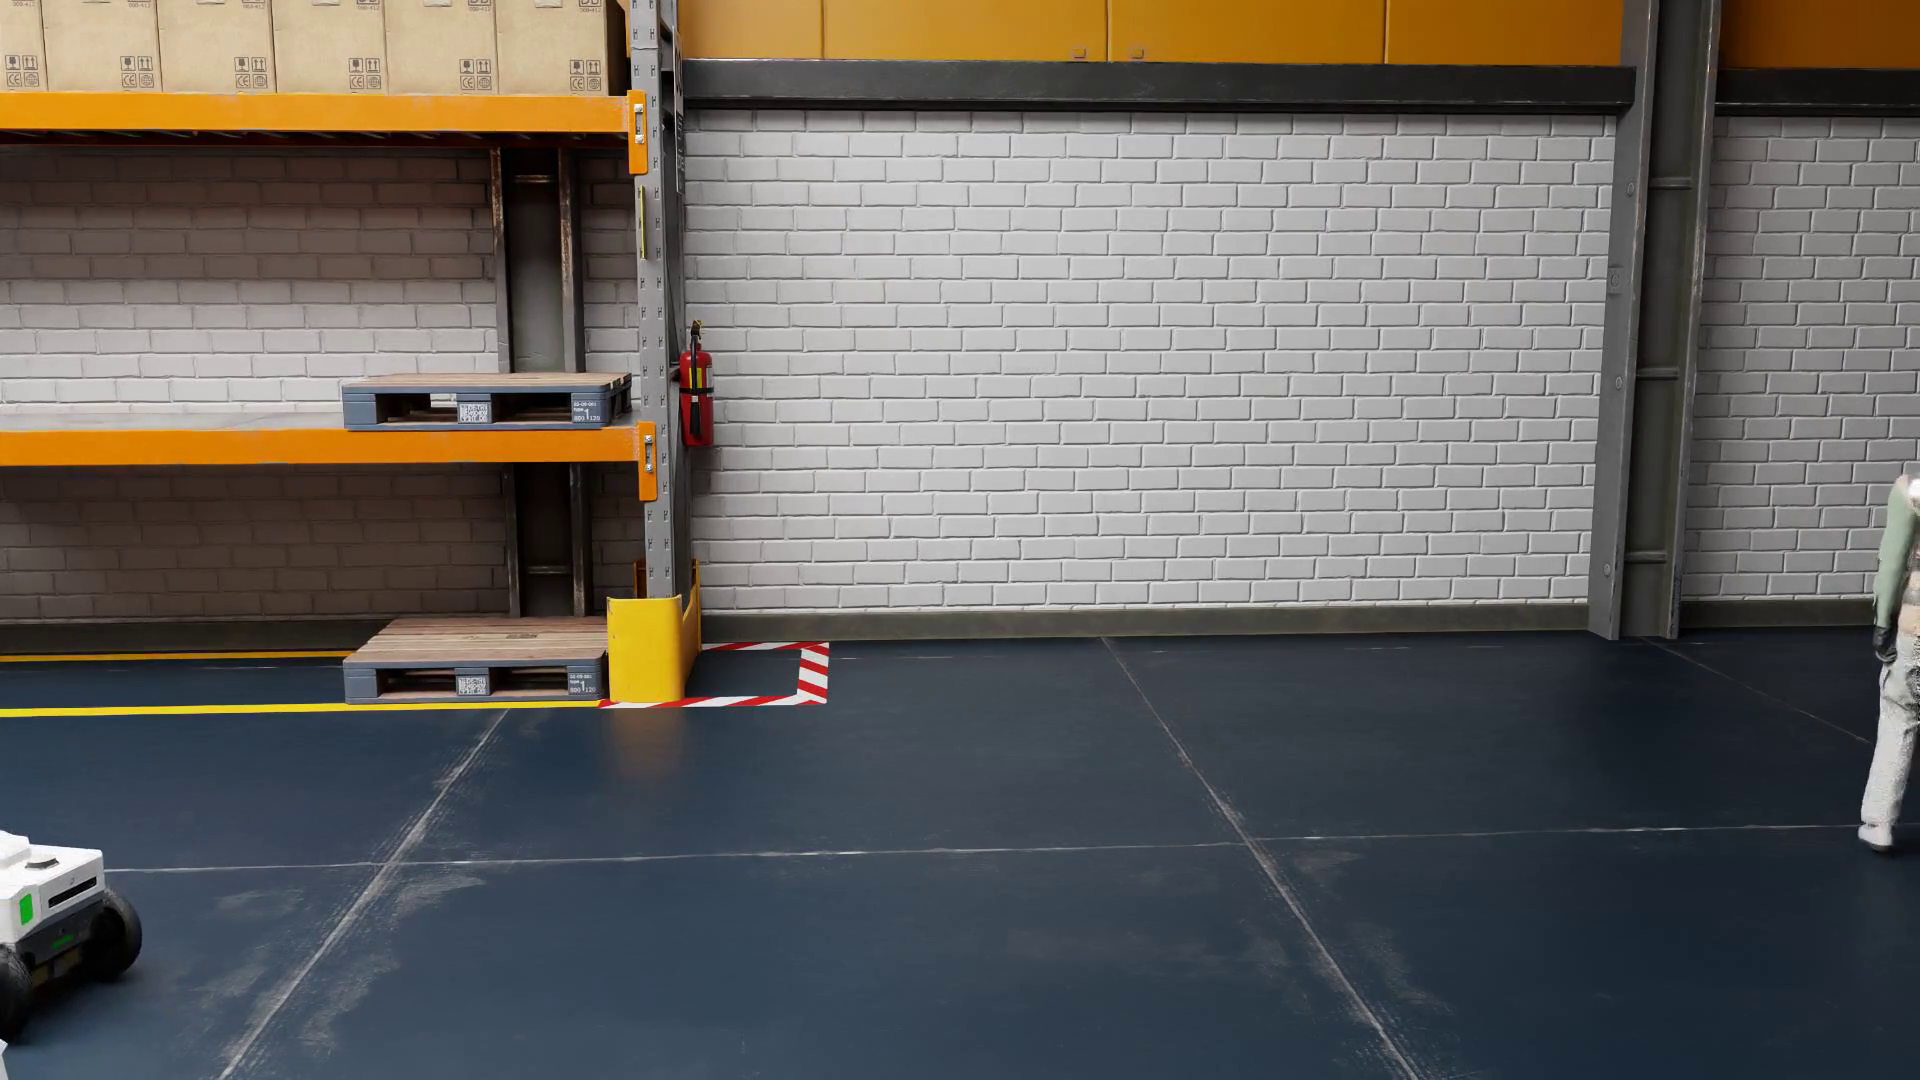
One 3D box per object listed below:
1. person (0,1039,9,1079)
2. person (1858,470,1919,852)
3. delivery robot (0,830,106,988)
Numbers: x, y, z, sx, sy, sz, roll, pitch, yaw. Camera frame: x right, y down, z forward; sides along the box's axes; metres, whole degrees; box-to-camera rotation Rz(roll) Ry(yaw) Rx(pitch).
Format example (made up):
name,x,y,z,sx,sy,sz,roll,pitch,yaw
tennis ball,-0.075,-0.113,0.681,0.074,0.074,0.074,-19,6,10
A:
name,x,y,z,sx,sy,sz,roll,pitch,yaw
person,-0.971,0.855,1.483,0.356,1.883,0.574,-4,10,-24
person,3.399,0.315,5.666,0.536,1.636,0.376,4,10,23
delivery robot,-2.753,0.975,4.595,0.707,0.478,0.477,2,9,12
